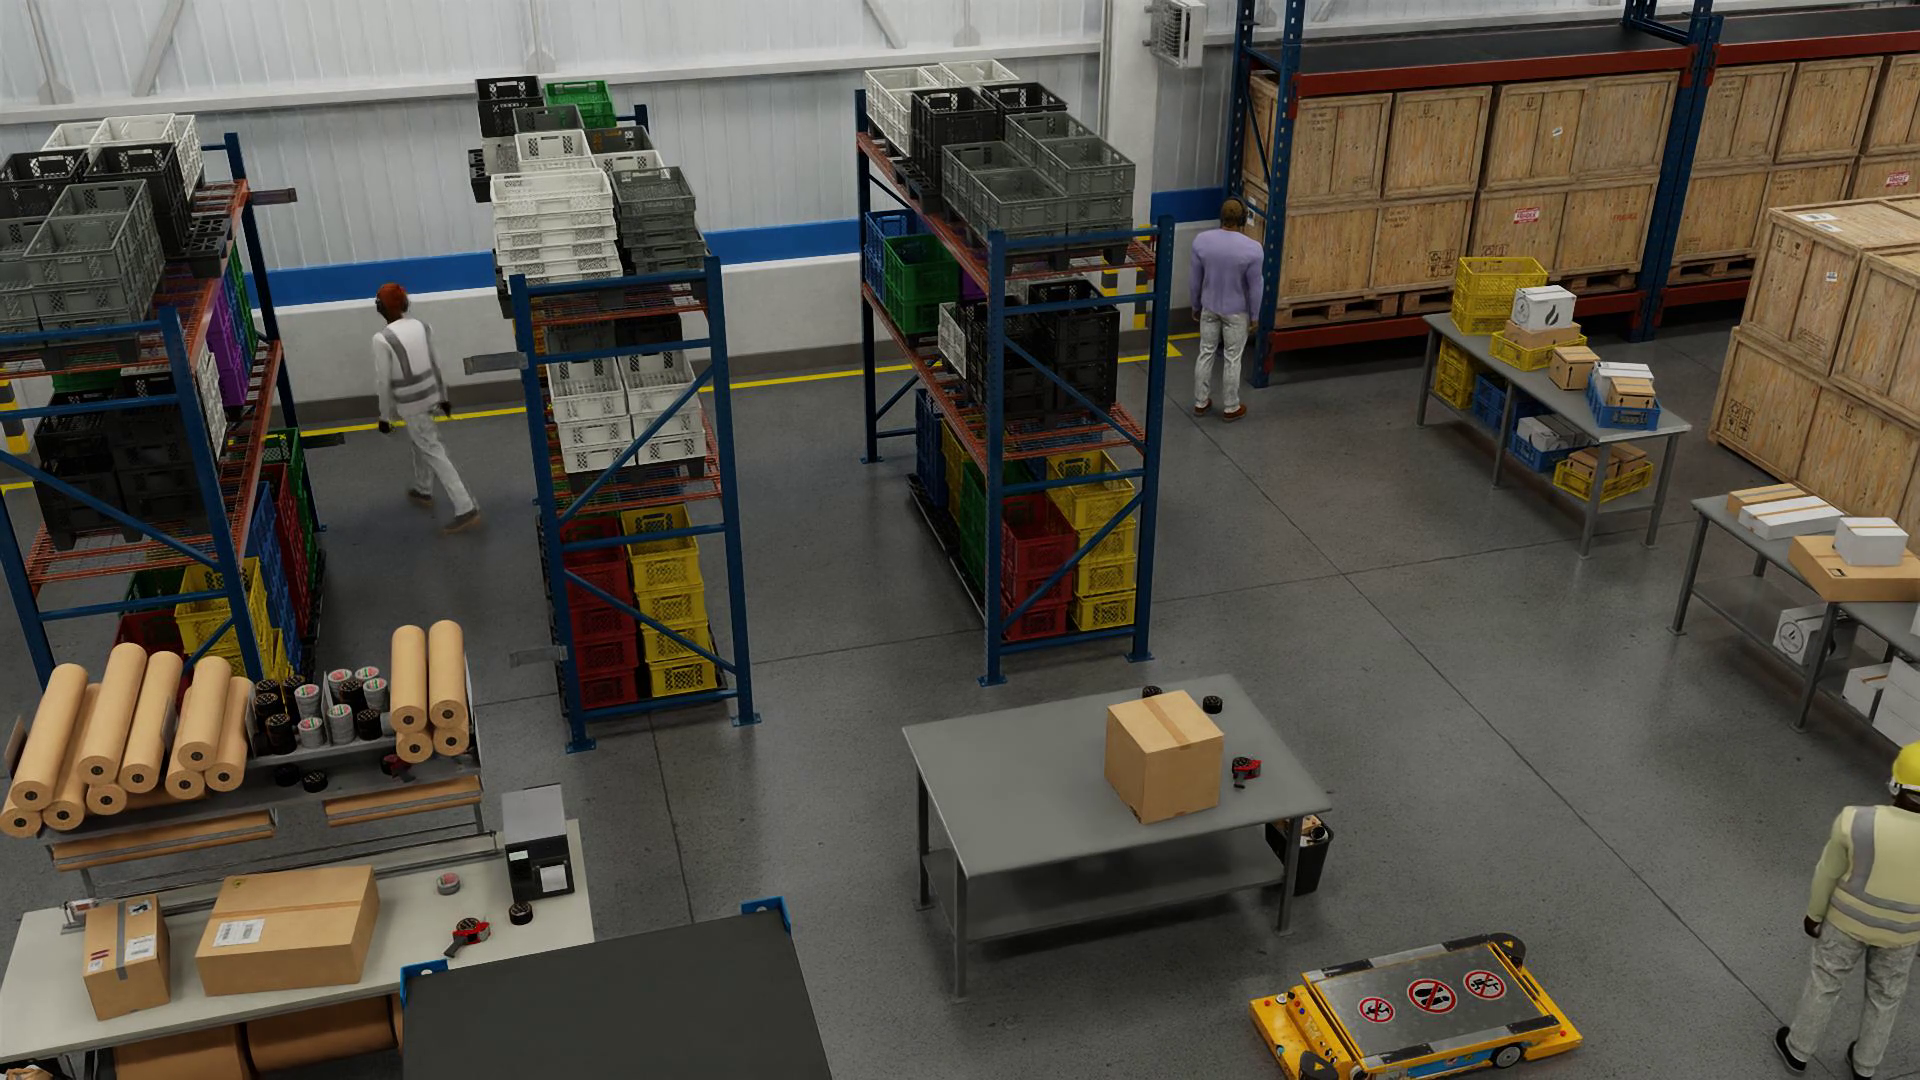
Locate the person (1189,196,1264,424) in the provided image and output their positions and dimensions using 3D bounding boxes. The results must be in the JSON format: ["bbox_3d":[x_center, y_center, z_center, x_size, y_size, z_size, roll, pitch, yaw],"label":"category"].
[{"bbox_3d":[2.218,-1.923,13.913,0.635,1.938,0.359,16,32,26],"label":"person"}]

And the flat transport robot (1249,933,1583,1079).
[{"bbox_3d":[2.184,2.282,7.980,1.431,0.197,0.652,-8,30,-14],"label":"flat transport robot"}]

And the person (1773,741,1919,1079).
[{"bbox_3d":[4.115,1.685,7.467,0.590,1.823,0.403,9,30,17],"label":"person"}]

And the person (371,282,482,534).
[{"bbox_3d":[-3.958,-0.996,12.357,0.903,1.833,0.621,10,30,18],"label":"person"}]
